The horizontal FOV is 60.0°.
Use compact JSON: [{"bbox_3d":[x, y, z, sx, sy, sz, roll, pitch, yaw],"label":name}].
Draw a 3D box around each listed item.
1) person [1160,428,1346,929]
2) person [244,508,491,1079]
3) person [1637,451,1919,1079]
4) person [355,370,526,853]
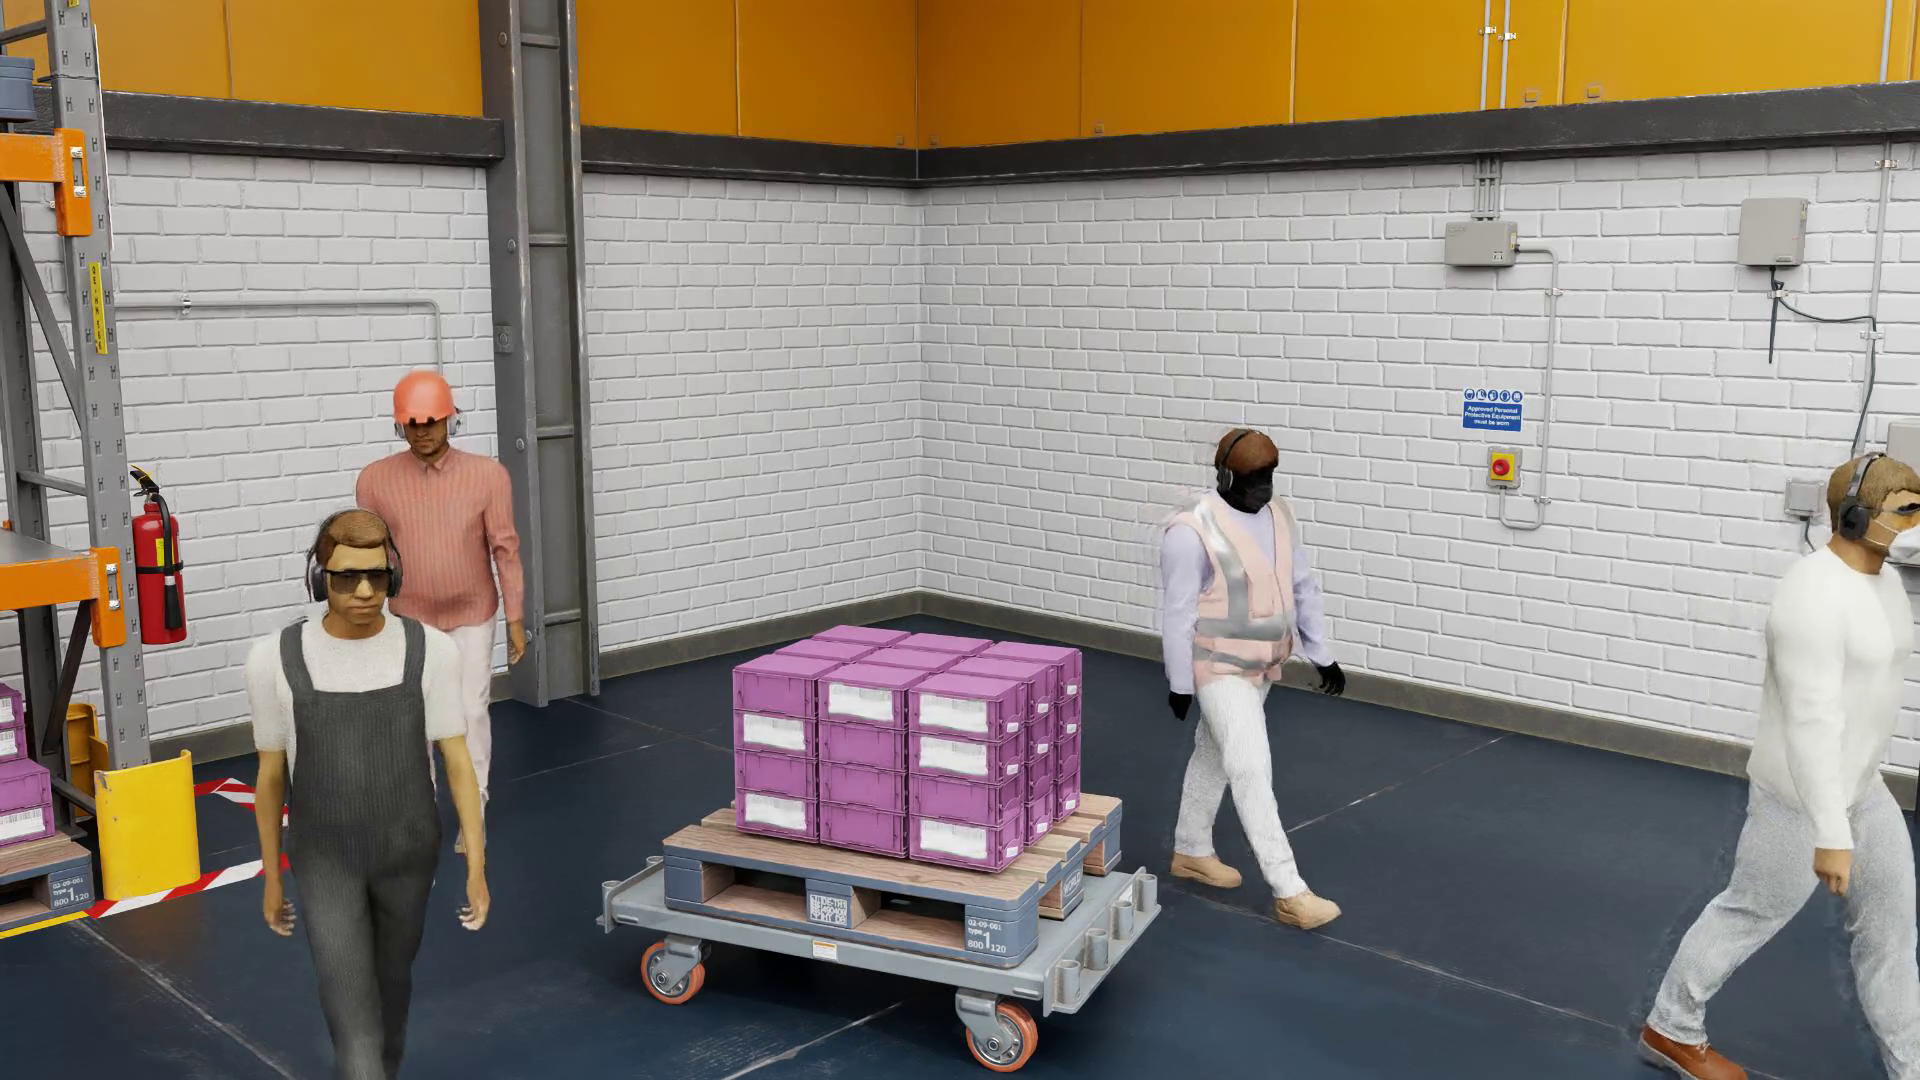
[{"bbox_3d":[1.101,0.488,6.071,0.929,1.782,0.638,8,13,42],"label":"person"},{"bbox_3d":[-1.470,0.804,4.163,0.524,1.790,1.026,-5,10,-26],"label":"person"},{"bbox_3d":[2.369,0.696,4.527,0.651,1.887,1.021,-8,12,-40],"label":"person"},{"bbox_3d":[-2.077,0.306,6.650,0.657,1.970,0.491,-2,10,-15],"label":"person"}]
